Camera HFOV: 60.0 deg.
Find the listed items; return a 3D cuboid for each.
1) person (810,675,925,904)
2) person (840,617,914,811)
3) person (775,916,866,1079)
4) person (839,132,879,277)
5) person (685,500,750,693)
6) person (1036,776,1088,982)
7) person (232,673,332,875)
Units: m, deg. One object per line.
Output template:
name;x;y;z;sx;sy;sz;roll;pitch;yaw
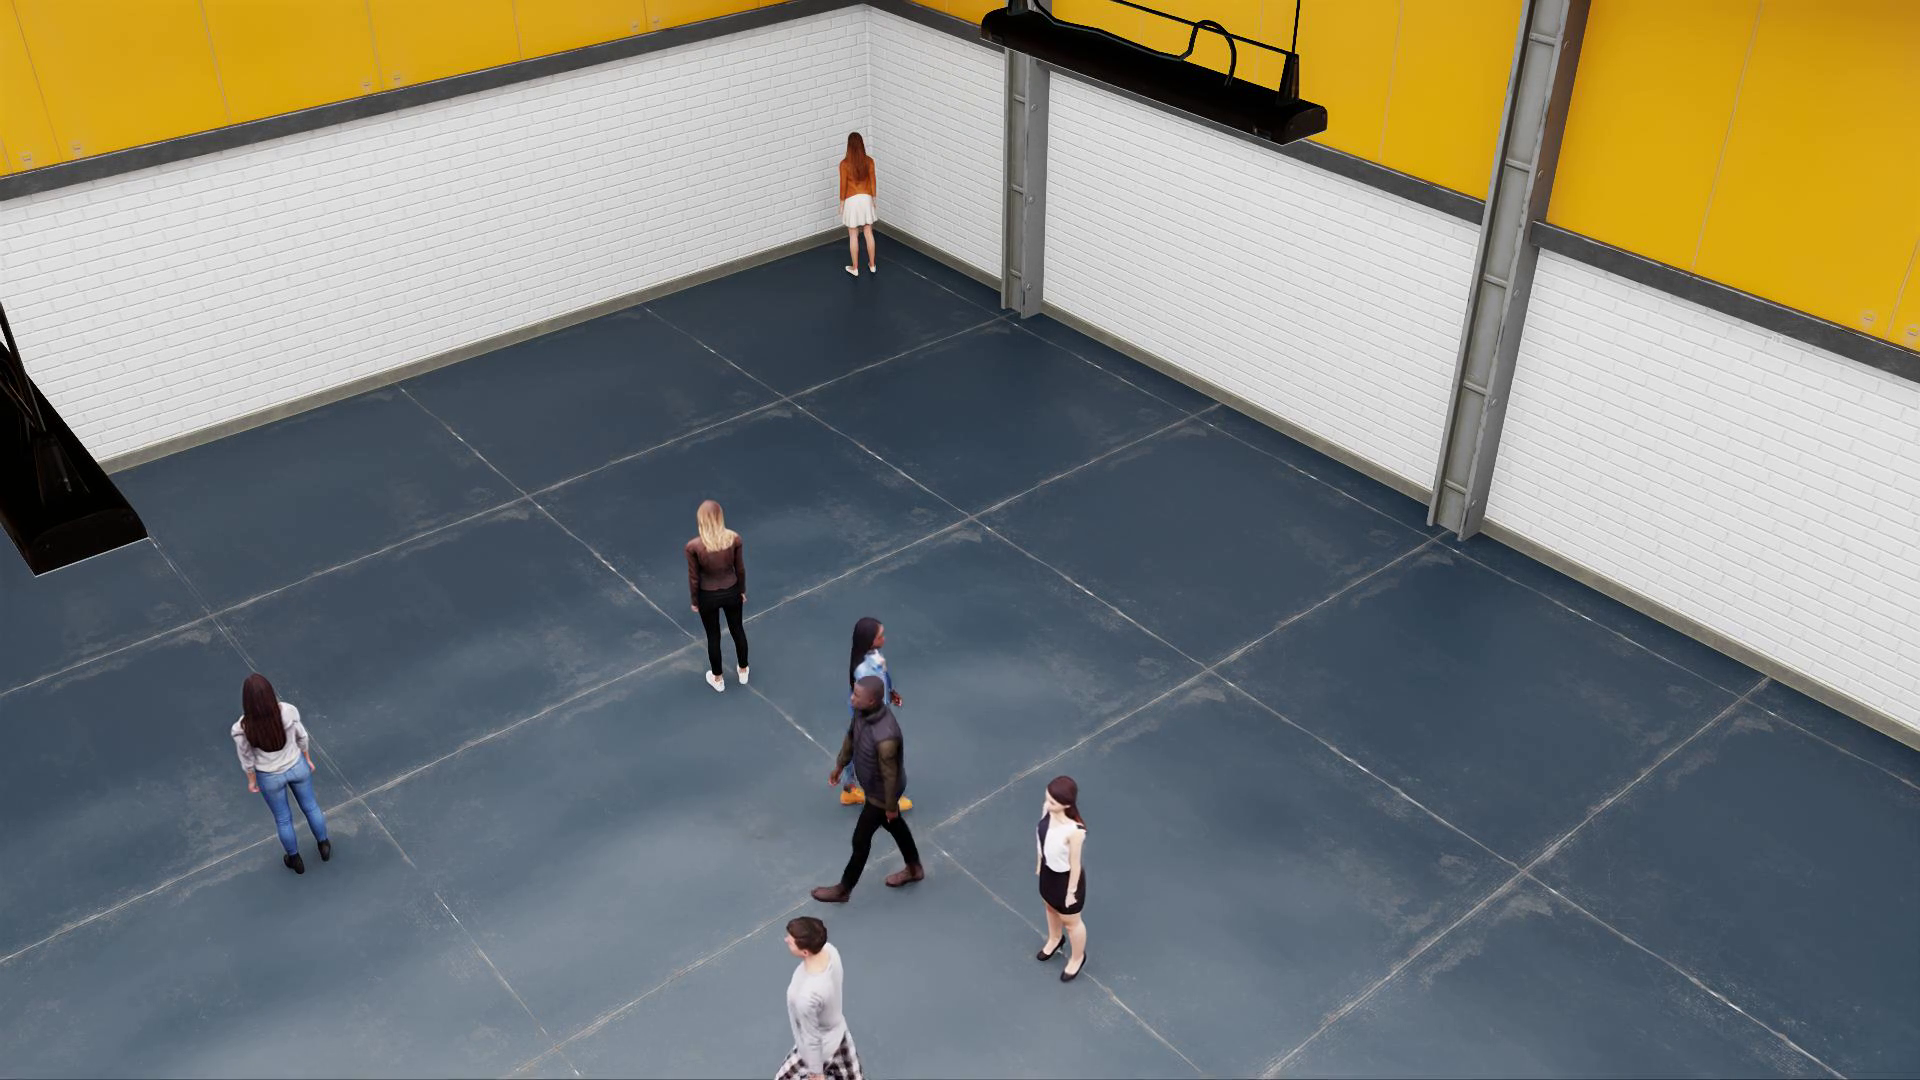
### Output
person;-0.448;1.640;11.107;1.037;1.800;1.112;-10;35;-14
person;-0.746;1.249;11.791;0.887;1.694;0.843;-5;34;-7
person;-0.700;2.826;9.326;1.266;1.796;1.077;9;35;13
person;-1.198;-3.966;19.614;0.692;1.719;0.669;-13;36;-19
person;-1.883;0.437;13.005;0.656;1.703;0.610;-12;36;-18
person;0.648;2.128;10.513;0.618;1.646;0.488;-21;39;-28
person;-4.613;1.588;11.337;0.599;1.633;0.502;-24;40;-31
